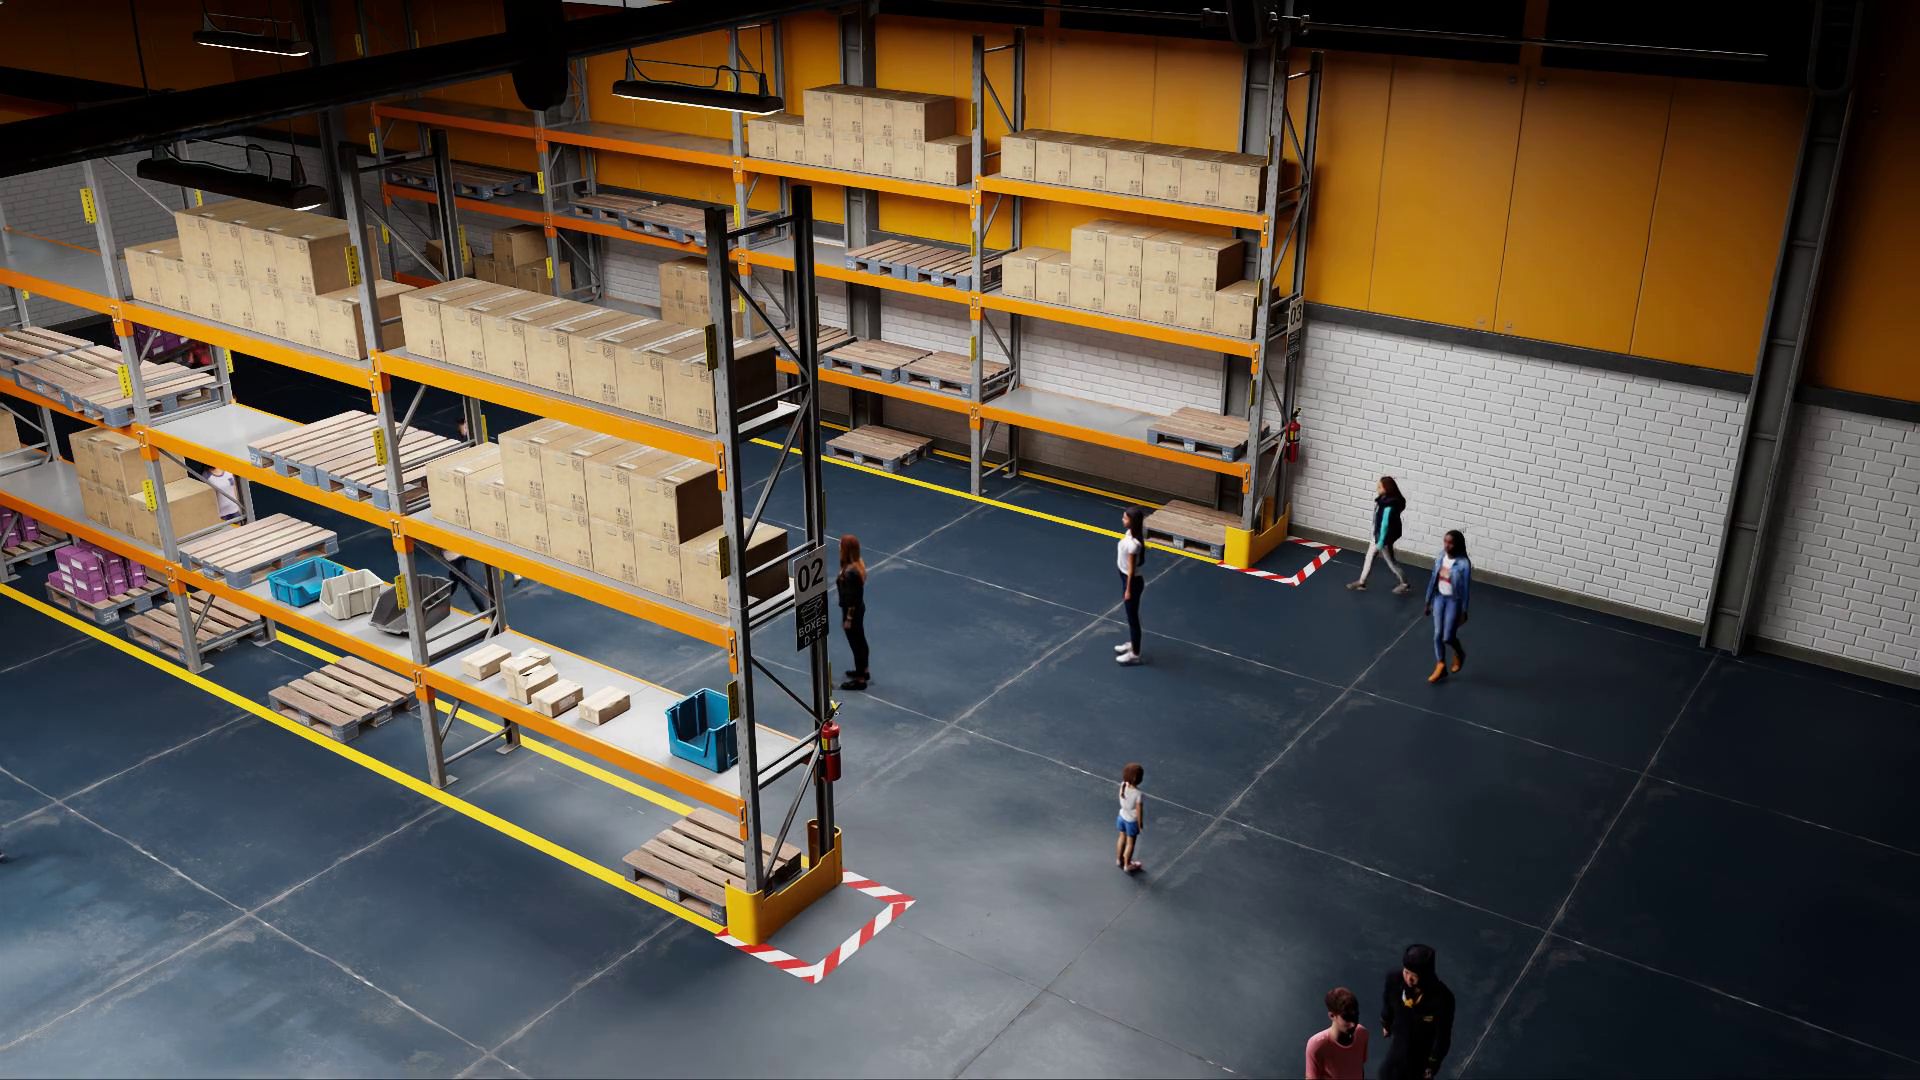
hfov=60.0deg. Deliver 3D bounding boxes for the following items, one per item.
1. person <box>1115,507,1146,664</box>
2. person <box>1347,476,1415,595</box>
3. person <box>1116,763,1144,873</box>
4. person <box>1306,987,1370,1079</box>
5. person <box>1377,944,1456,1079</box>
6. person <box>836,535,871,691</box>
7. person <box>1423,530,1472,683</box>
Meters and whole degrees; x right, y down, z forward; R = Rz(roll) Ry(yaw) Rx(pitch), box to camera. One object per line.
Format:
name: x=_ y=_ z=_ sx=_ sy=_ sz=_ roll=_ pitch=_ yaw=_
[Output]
person: x=1.859 y=0.472 z=17.808 sx=0.682 sy=1.774 sz=0.655 roll=0 pitch=24 yaw=-1
person: x=5.015 y=-0.022 z=19.328 sx=1.069 sy=1.461 sz=0.885 roll=2 pitch=24 yaw=5
person: x=1.460 y=2.387 z=14.372 sx=0.532 sy=1.016 sz=0.443 roll=-14 pitch=27 yaw=-29
person: x=2.311 y=3.609 z=10.402 sx=0.704 sy=1.958 sz=0.687 roll=-14 pitch=27 yaw=-28
person: x=3.150 y=3.396 z=11.272 sx=0.619 sy=1.651 sz=0.782 roll=20 pitch=30 yaw=38
person: x=-1.092 y=0.738 z=17.279 sx=0.684 sy=1.710 sz=0.691 roll=3 pitch=24 yaw=8
person: x=5.184 y=0.675 z=17.432 sx=0.811 sy=1.703 sz=0.743 roll=-17 pitch=29 yaw=-33
